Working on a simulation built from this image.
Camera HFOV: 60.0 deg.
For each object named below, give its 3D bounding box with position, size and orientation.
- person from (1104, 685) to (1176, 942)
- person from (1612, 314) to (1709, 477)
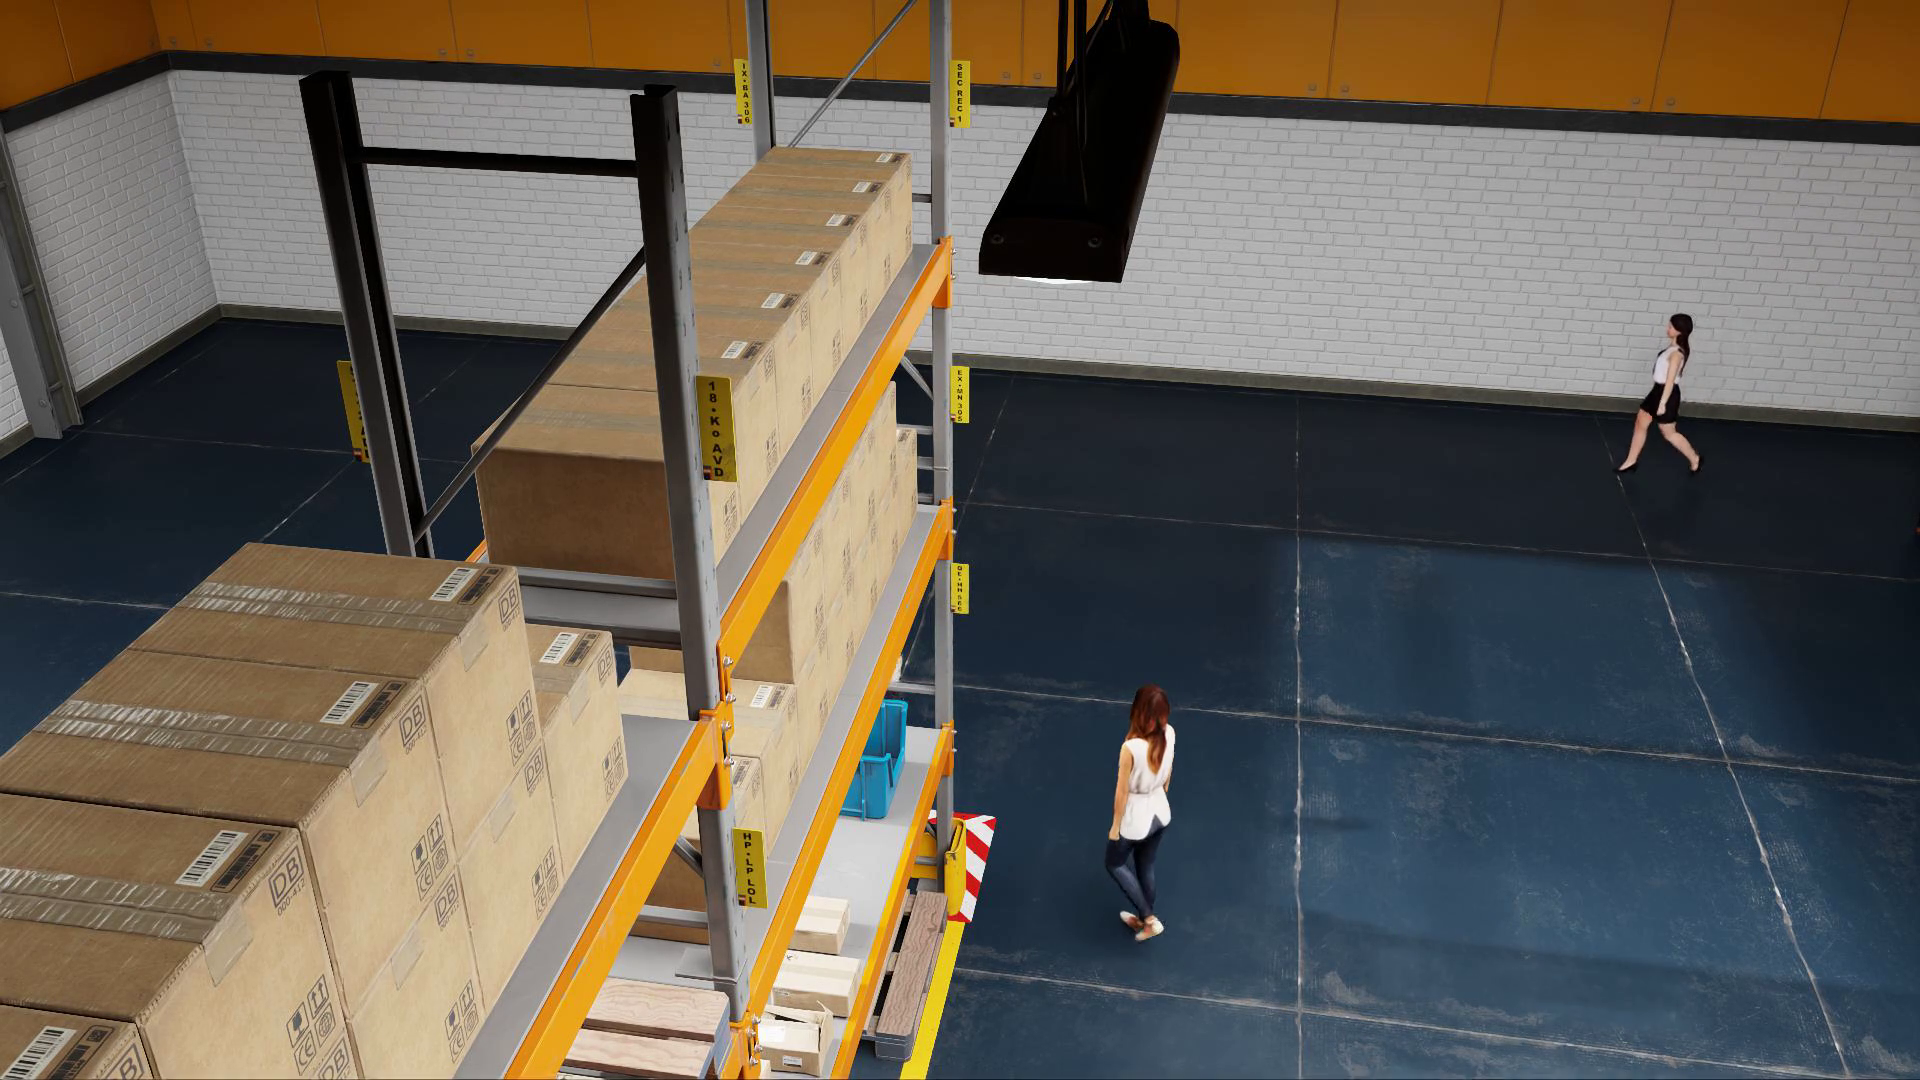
[{"bbox_3d":[1.125,1.674,9.750,0.777,1.775,0.837,-20,34,-32],"label":"person"},{"bbox_3d":[6.571,-1.269,15.308,0.694,1.619,0.993,8,30,14],"label":"person"}]
